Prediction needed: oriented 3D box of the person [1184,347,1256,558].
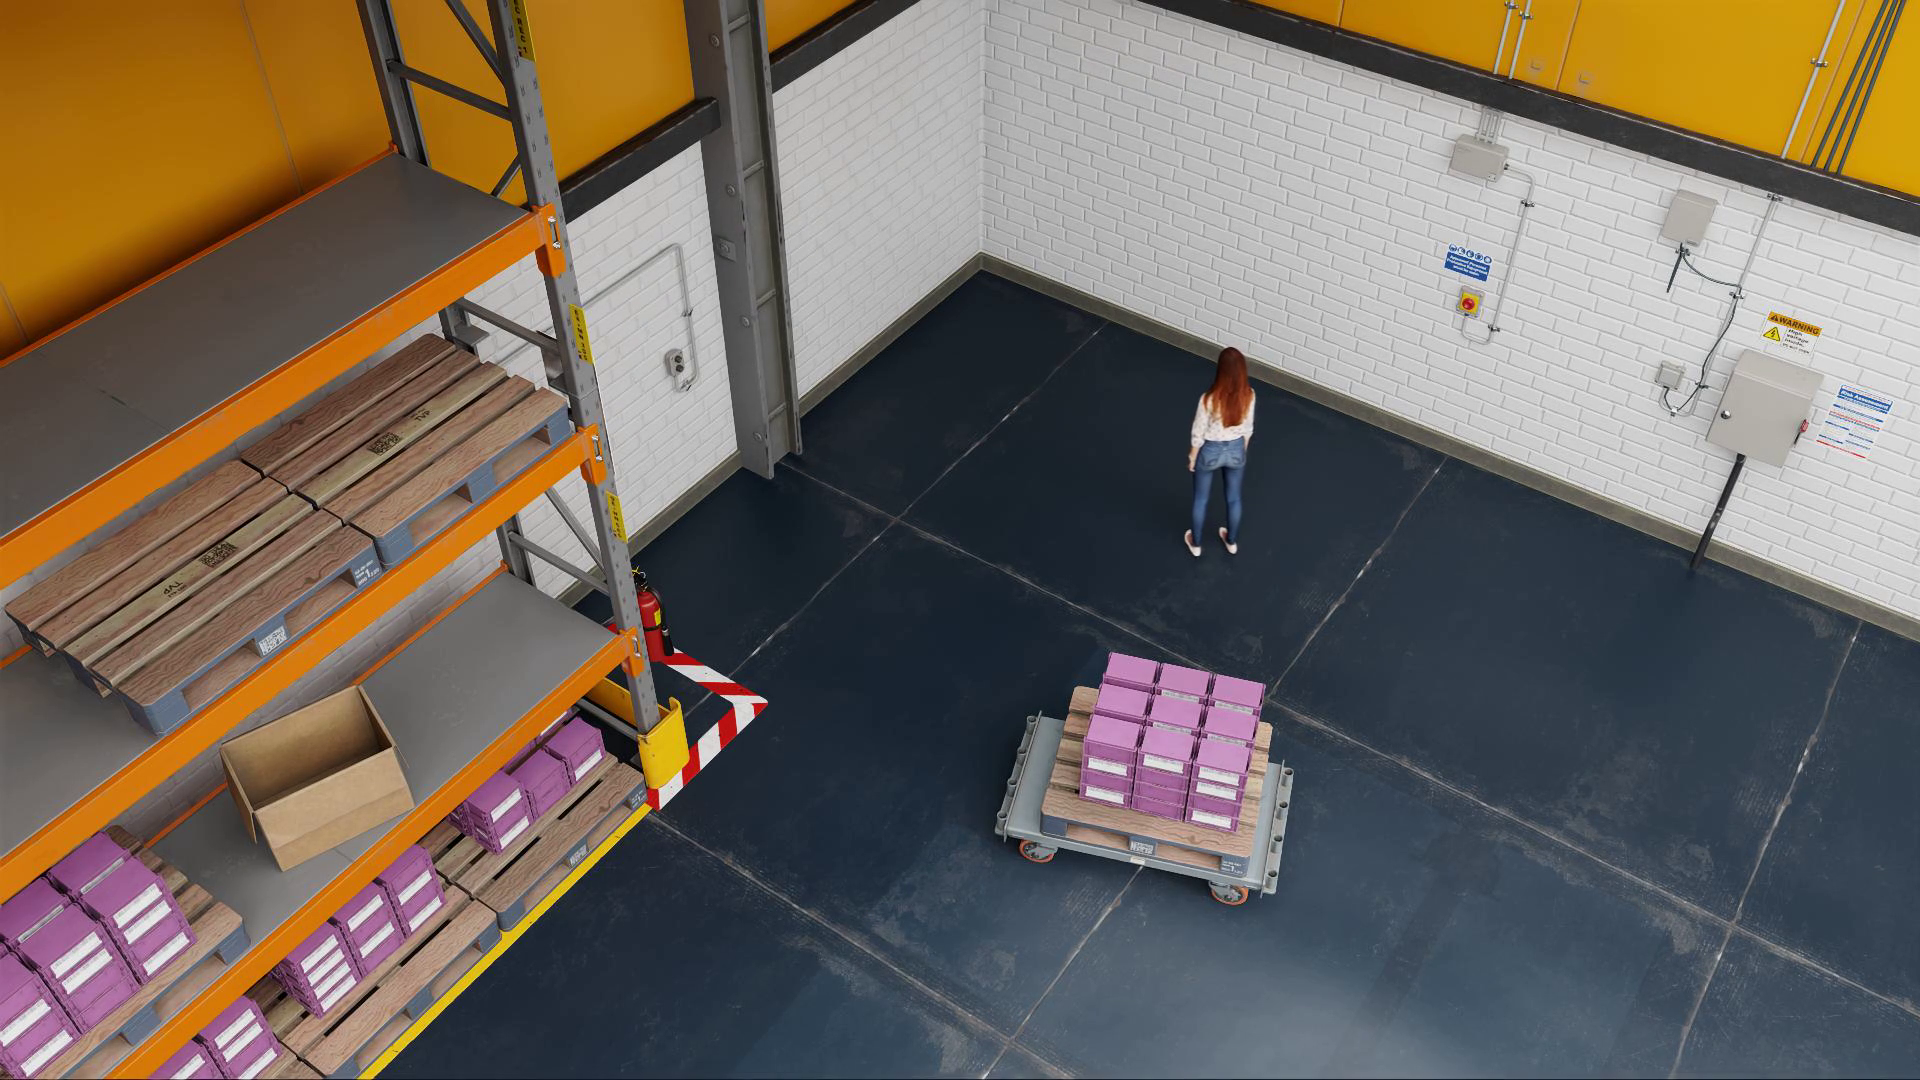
[{"bbox_3d":[1.773,-0.582,11.275,0.640,1.726,0.691,-5,44,-5],"label":"person"}]
